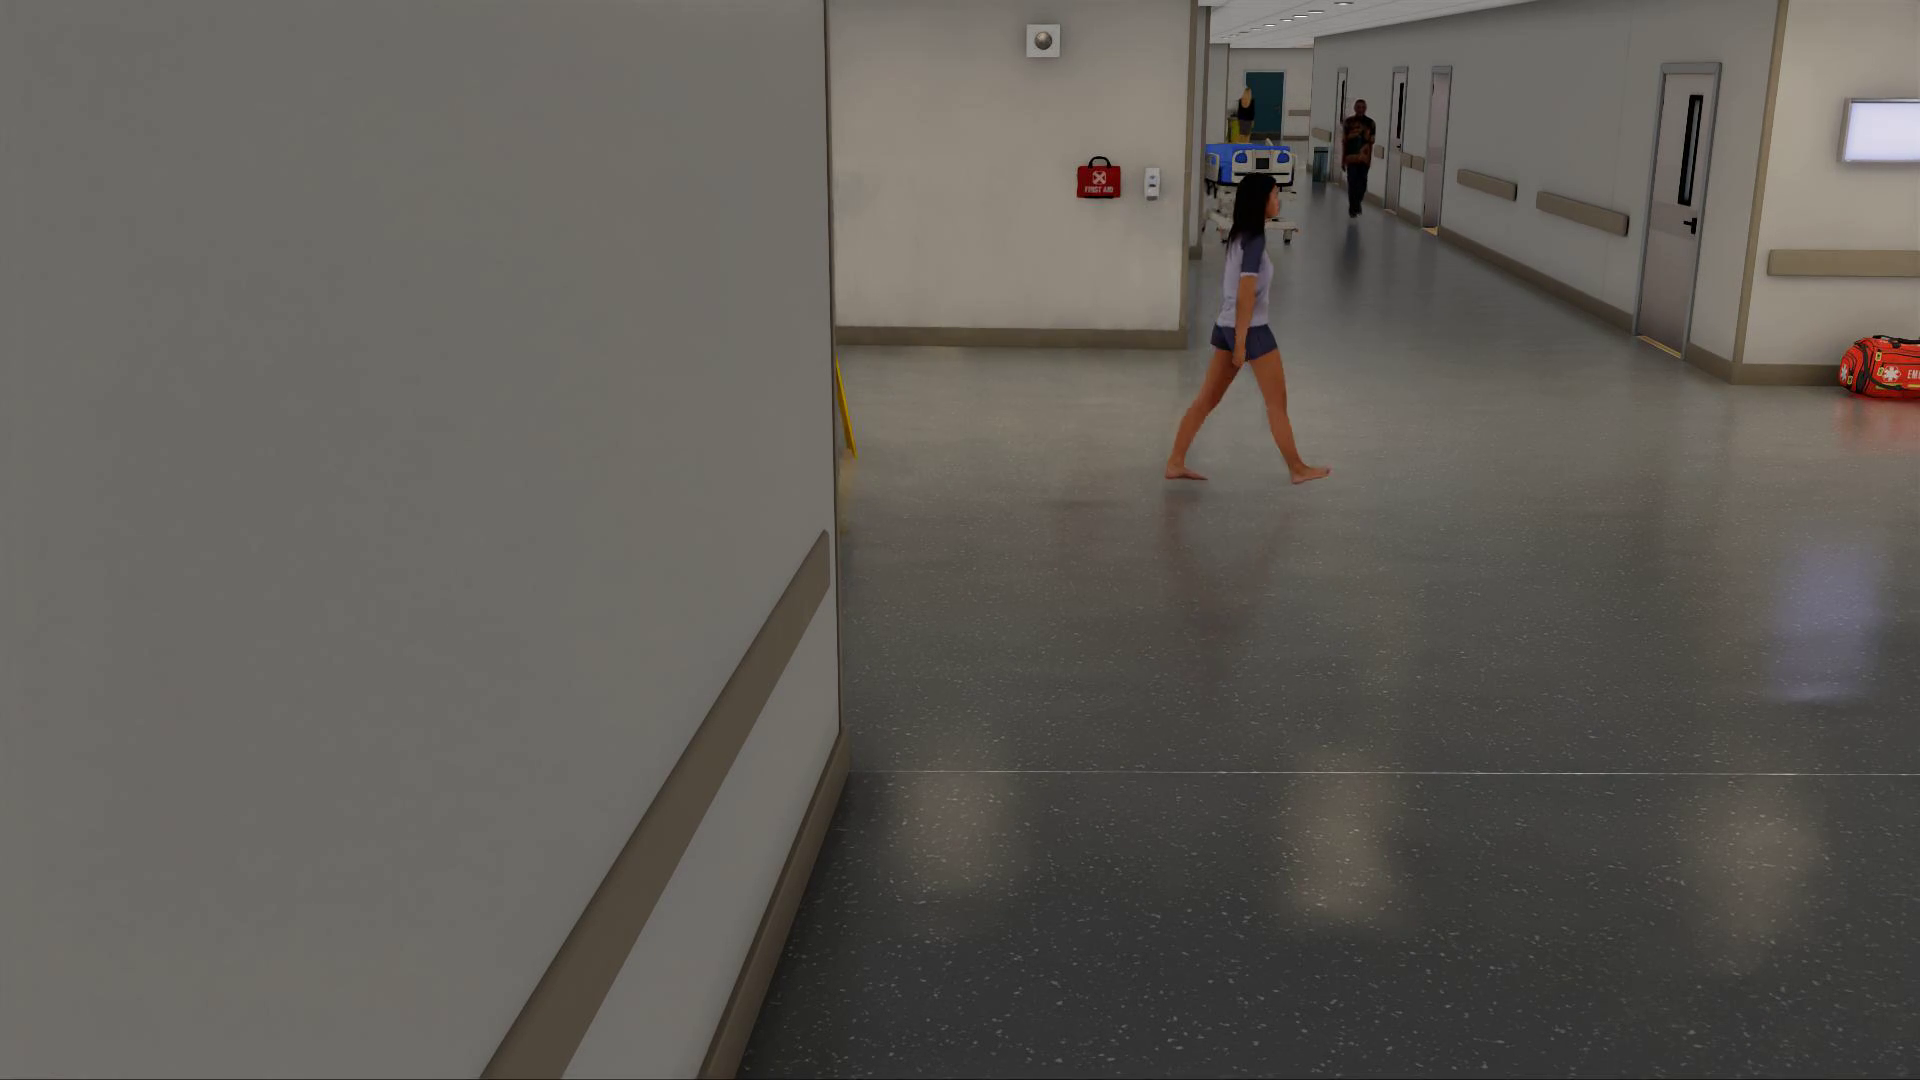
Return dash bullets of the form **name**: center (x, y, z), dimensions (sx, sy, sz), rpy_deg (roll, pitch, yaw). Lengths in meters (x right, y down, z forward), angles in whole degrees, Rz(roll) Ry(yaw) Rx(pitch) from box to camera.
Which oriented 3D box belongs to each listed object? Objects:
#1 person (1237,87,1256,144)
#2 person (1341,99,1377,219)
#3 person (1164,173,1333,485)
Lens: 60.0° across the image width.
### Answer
- **person**: center (7.497, -10.964, 43.782), dimensions (0.946, 1.824, 0.789), rpy_deg (5, 16, 16)
- **person**: center (6.158, -5.920, 25.871), dimensions (0.649, 1.795, 0.727), rpy_deg (1, 16, 3)
- **person**: center (1.444, -1.075, 8.980), dimensions (1.195, 1.675, 0.753), rpy_deg (-2, 16, -6)
